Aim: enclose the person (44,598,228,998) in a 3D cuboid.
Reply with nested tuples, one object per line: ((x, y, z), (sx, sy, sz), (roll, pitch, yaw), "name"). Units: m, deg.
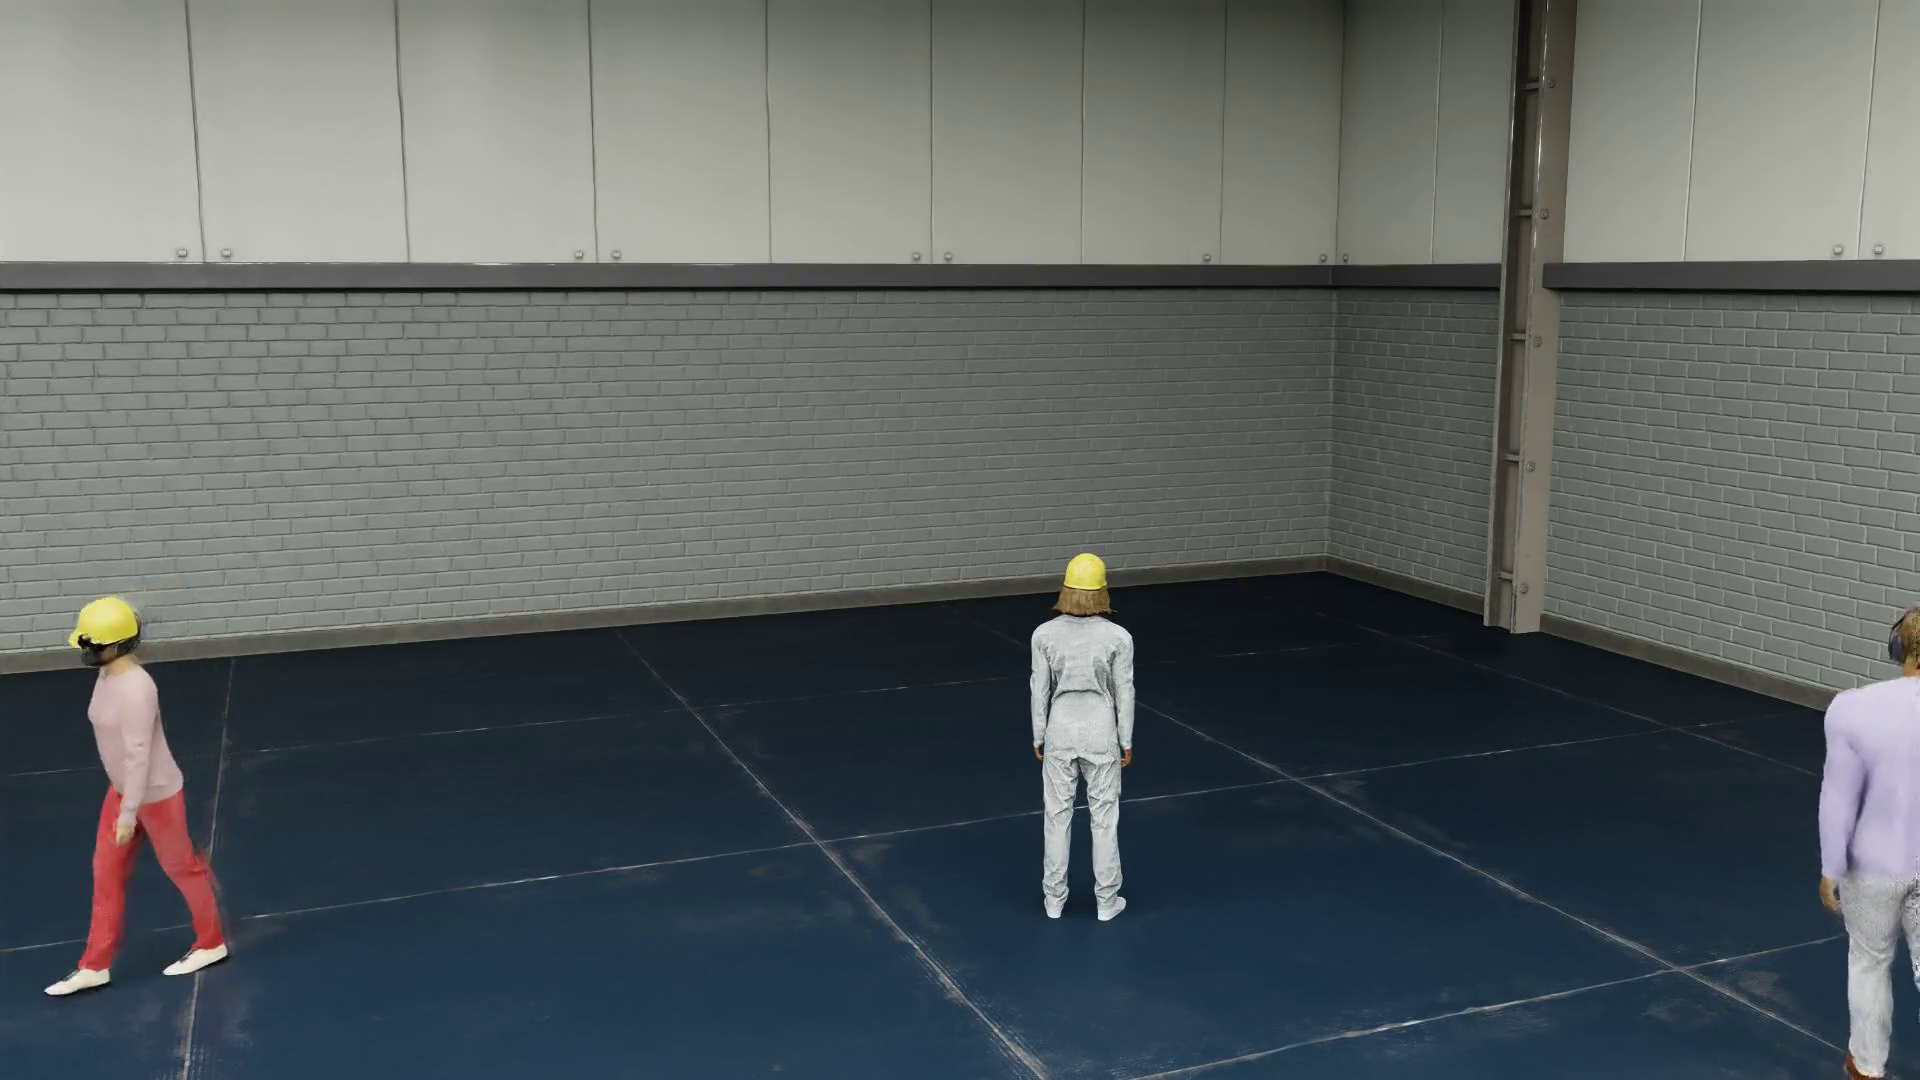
((-3.497, 1.071, 6.975), (0.548, 1.716, 0.802), (8, 12, 42), "person")

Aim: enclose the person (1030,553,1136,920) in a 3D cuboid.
((0.580, 0.925, 7.838), (0.492, 1.743, 0.295), (2, 9, 11), "person")

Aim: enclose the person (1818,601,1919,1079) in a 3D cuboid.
((3.352, 1.166, 5.830), (0.640, 1.913, 0.864), (3, 10, 19), "person")
